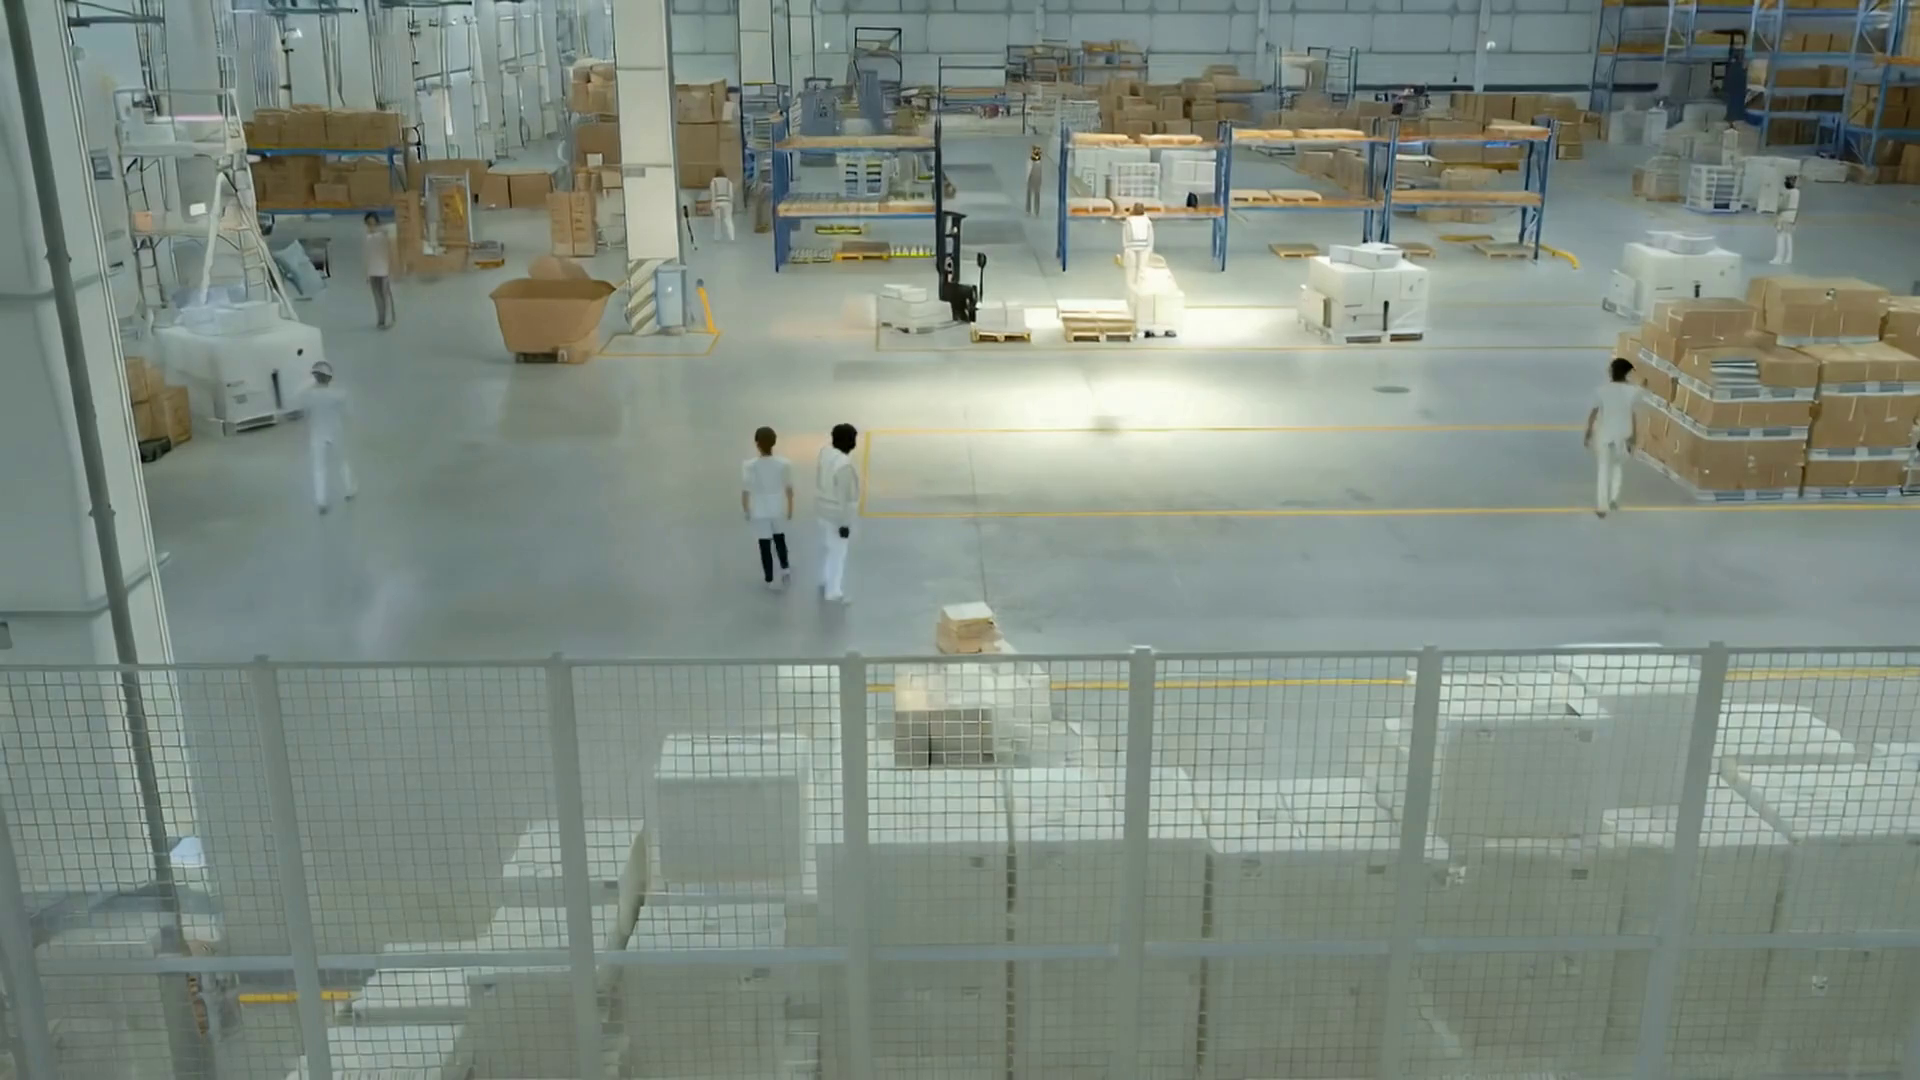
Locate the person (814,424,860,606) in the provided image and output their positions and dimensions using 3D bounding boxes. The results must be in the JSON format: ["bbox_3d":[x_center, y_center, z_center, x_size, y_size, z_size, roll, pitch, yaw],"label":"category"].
[{"bbox_3d":[-1.194,-0.240,16.242,0.436,1.818,0.634,-8,20,-23],"label":"person"}]

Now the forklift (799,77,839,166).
[{"bbox_3d":[-4.644,-13.871,55.021,1.129,2.768,1.873,2,19,5],"label":"forklift"}]

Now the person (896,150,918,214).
[{"bbox_3d":[-1.399,-9.399,43.240,0.655,1.918,0.556,7,20,19],"label":"person"}]

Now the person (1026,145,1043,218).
[{"bbox_3d":[1.920,-9.228,42.840,0.513,1.845,0.335,-14,23,-35],"label":"person"}]

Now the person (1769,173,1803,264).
[{"bbox_3d":[17.818,-6.921,35.880,0.539,1.929,0.392,-6,19,-16],"label":"person"}]

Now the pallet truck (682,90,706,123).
[{"bbox_3d":[-9.671,-15.907,62.421,0.823,1.965,1.885,5,19,15],"label":"pallet truck"}]

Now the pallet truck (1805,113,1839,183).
[{"bbox_3d":[26.403,-11.957,50.702,0.823,1.965,1.885,6,19,16],"label":"pallet truck"}]

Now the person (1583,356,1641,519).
[{"bbox_3d":[7.404,-1.170,18.935,0.541,1.849,0.551,2,19,6],"label":"person"}]

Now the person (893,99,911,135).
[{"bbox_3d":[-1.999,-14.333,57.850,0.628,1.936,0.377,2,19,5],"label":"person"}]

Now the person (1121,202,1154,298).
[{"bbox_3d":[3.414,-5.593,32.071,0.630,1.838,0.429,-5,19,-13],"label":"person"}]

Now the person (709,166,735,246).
[{"bbox_3d":[-5.492,-7.707,38.370,0.589,1.830,1.021,-10,21,-27],"label":"person"}]

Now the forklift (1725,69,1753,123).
[{"bbox_3d":[27.973,-15.491,59.826,1.873,2.768,1.129,-1,19,-1],"label":"forklift"}]

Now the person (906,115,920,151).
[{"bbox_3d":[-1.506,-12.760,53.477,0.487,1.744,0.297,-6,19,-16],"label":"person"}]

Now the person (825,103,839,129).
[{"bbox_3d":[-4.675,-15.146,60.715,0.514,1.641,0.307,-2,19,-5],"label":"person"}]

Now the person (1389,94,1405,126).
[{"bbox_3d":[15.935,-15.372,60.982,0.635,1.893,0.772,-6,19,-16],"label":"person"}]

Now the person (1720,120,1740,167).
[{"bbox_3d":[24.146,-12.300,52.183,0.530,1.697,0.321,7,20,21],"label":"person"}]

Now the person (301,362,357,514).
[{"bbox_3d":[-7.315,-1.201,19.222,0.535,1.720,0.906,-1,19,-4],"label":"person"}]

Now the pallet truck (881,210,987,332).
[{"bbox_3d":[-0.493,-4.759,29.349,1.885,1.965,0.823,-13,23,-34],"label":"pallet truck"}]

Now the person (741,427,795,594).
[{"bbox_3d":[-1.921,-0.305,16.614,0.538,1.682,0.432,-9,21,-25],"label":"person"}]

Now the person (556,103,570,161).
[{"bbox_3d":[-13.430,-13.774,56.210,0.384,1.932,0.549,-1,19,-2],"label":"person"}]

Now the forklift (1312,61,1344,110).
[{"bbox_3d":[14.207,-17.532,65.881,1.873,2.768,1.129,-1,19,-2],"label":"forklift"}]

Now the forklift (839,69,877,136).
[{"bbox_3d":[-3.352,-15.533,59.950,1.873,2.768,1.129,-10,21,-28],"label":"forklift"}]

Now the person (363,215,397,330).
[{"bbox_3d":[-10.181,-4.674,29.098,0.378,1.996,0.610,7,20,19],"label":"person"}]
